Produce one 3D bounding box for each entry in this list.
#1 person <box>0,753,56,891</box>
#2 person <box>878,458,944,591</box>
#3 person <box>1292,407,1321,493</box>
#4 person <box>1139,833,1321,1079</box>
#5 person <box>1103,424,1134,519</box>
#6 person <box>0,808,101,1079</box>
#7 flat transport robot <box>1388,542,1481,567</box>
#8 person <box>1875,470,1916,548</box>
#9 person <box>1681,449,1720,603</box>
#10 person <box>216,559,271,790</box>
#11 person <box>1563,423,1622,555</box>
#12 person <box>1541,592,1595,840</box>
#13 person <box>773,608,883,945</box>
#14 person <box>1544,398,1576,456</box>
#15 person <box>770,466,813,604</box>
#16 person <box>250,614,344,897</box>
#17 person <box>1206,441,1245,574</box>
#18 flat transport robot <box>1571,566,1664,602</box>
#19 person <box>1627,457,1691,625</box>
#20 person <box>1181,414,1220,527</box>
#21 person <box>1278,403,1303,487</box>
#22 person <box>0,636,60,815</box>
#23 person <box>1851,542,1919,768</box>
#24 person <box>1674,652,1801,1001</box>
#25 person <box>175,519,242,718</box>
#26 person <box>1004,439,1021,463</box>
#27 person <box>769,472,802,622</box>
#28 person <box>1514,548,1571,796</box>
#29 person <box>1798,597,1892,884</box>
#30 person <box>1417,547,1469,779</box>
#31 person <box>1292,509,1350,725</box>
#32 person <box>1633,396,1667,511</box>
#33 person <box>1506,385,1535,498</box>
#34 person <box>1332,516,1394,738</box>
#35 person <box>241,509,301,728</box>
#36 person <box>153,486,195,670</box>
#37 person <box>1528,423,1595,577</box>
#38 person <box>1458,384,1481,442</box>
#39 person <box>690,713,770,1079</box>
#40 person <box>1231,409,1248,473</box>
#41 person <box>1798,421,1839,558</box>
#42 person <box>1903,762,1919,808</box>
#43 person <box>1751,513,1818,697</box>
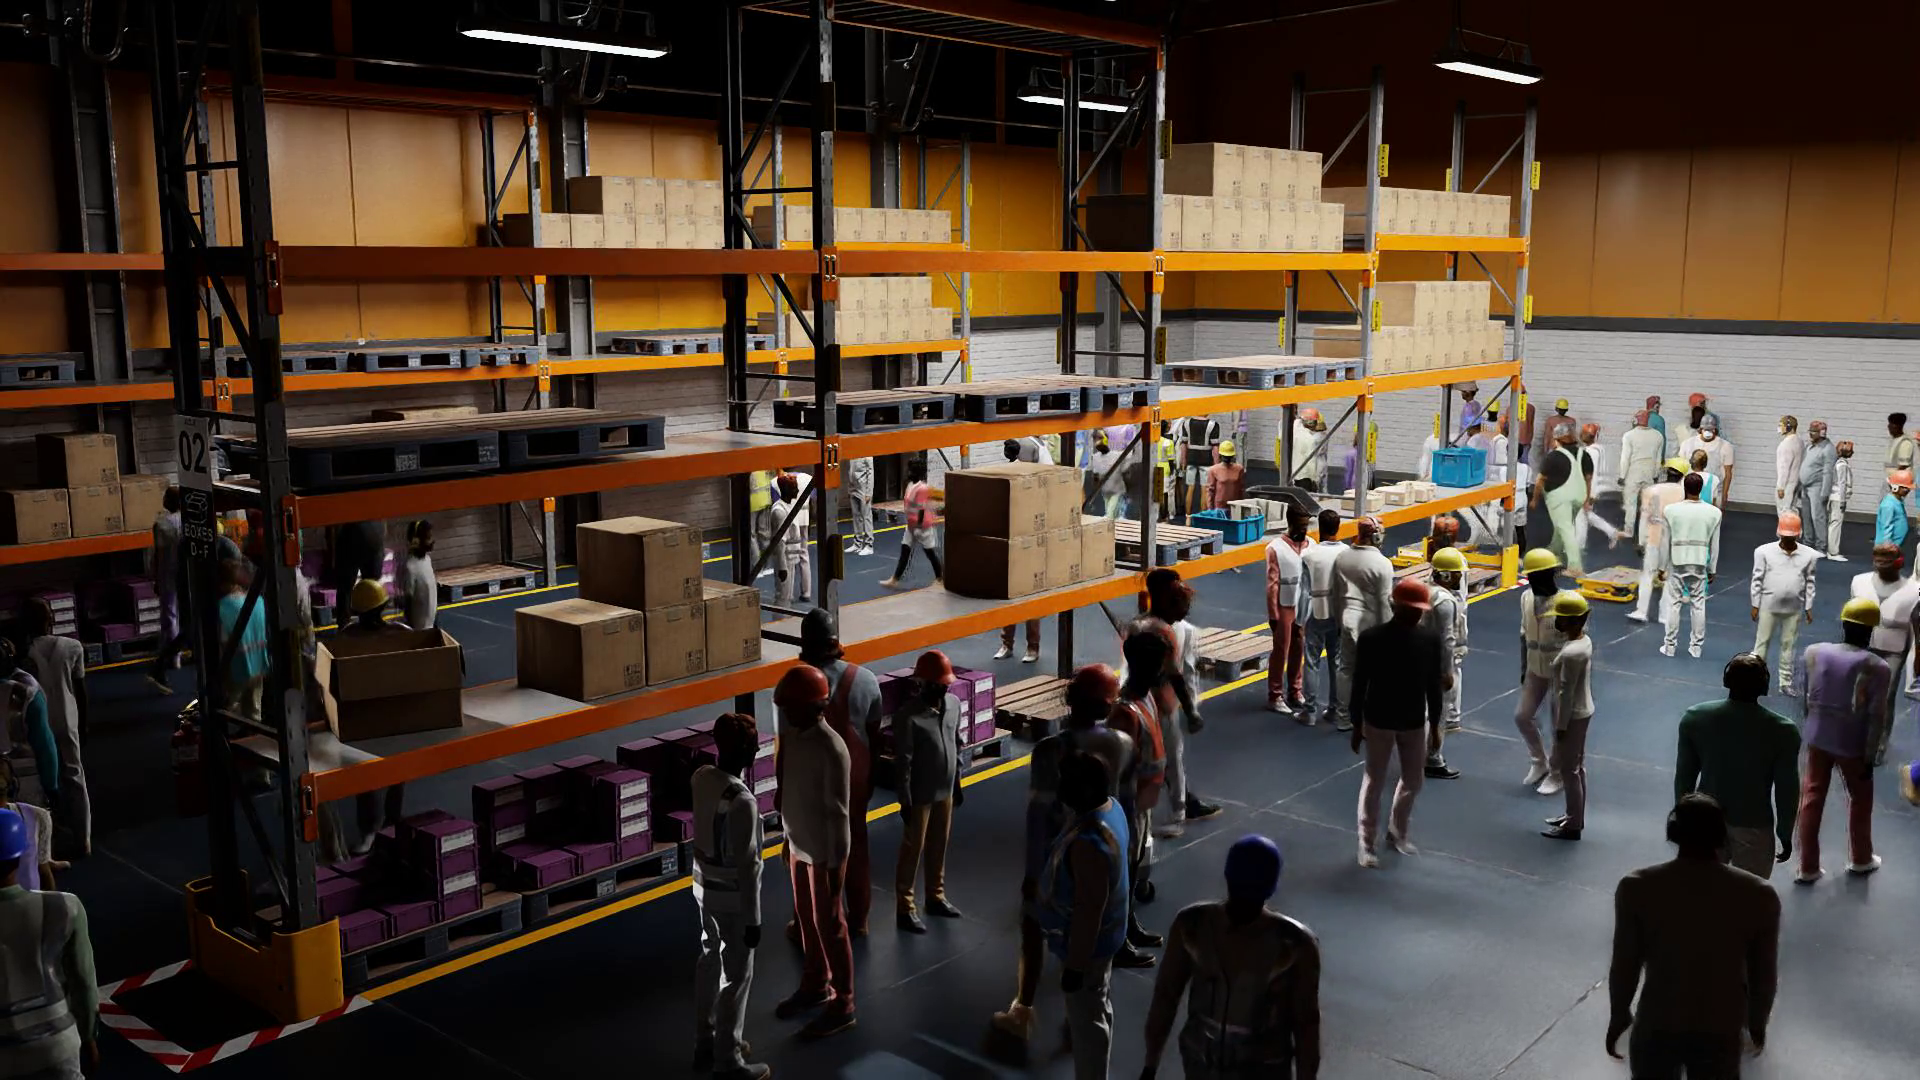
[{"bbox_3d":[-4.446,1.868,7.735,0.349,1.840,0.506,9,13,43],"label":"person"},{"bbox_3d":[-0.572,-0.172,20.423,0.866,1.651,0.546,-4,10,-23],"label":"person"},{"bbox_3d":[4.973,-0.915,23.900,0.397,1.992,0.631,-2,10,-9],"label":"person"},{"bbox_3d":[1.038,2.044,6.414,0.663,1.940,0.445,5,11,28],"label":"person"},{"bbox_3d":[2.418,-1.210,25.871,0.585,1.919,0.374,8,13,41],"label":"person"},{"bbox_3d":[-3.721,2.009,6.564,0.602,1.949,0.396,-5,11,-28],"label":"person"},{"bbox_3d":[6.415,0.183,22.465,0.652,0.197,1.431,9,13,42],"label":"flat transport robot"},{"bbox_3d":[10.524,0.072,18.760,0.350,1.739,0.575,7,12,38],"label":"person"},{"bbox_3d":[8.784,-0.167,19.861,0.506,1.847,0.344,-3,10,-15],"label":"person"},{"bbox_3d":[-5.597,1.041,12.760,0.625,1.812,0.557,4,10,21],"label":"person"},{"bbox_3d":[8.768,-0.692,22.952,0.680,1.864,0.601,4,10,21],"label":"person"},{"bbox_3d":[4.301,1.234,11.772,0.335,1.757,0.518,6,11,31],"label":"person"},{"bbox_3d":[-0.827,1.395,9.957,0.672,2.000,0.536,-5,11,-25],"label":"person"},{"bbox_3d":[10.203,-1.535,28.292,0.526,1.761,0.340,1,10,7],"label":"person"},{"bbox_3d":[-1.998,-0.148,19.818,0.562,1.828,0.415,-6,11,-32],"label":"person"},{"bbox_3d":[-4.391,1.357,10.789,0.535,1.834,0.820,8,12,40],"label":"person"},{"bbox_3d":[3.466,-0.423,21.684,0.529,1.754,0.340,-2,10,-14],"label":"person"},{"bbox_3d":[8.100,0.527,20.409,0.652,0.197,1.431,8,13,41],"label":"flat transport robot"},{"bbox_3d":[7.958,0.008,18.720,0.621,1.879,0.497,2,10,12],"label":"person"},{"bbox_3d":[3.682,-1.190,25.430,0.611,2.032,0.411,5,11,28],"label":"person"},{"bbox_3d":[5.257,-1.277,26.399,0.352,1.880,0.577,-7,12,-36],"label":"person"},{"bbox_3d":[-5.729,1.485,10.011,0.621,1.845,0.429,-1,10,-3],"label":"person"},{"bbox_3d":[7.560,0.900,13.578,0.747,1.820,0.581,-8,13,-41],"label":"person"},{"bbox_3d":[4.286,1.571,9.212,0.635,1.937,0.352,7,12,37],"label":"person"},{"bbox_3d":[-6.668,0.639,14.776,0.630,1.940,0.372,2,10,12],"label":"person"},{"bbox_3d":[0.722,-0.521,22.409,0.320,1.698,0.537,-3,10,-15],"label":"person"},{"bbox_3d":[-1.823,0.227,17.397,0.337,1.882,0.583,1,10,4],"label":"person"},{"bbox_3d":[4.484,1.007,12.680,0.428,1.898,0.617,-7,12,-35],"label":"person"},{"bbox_3d":[5.849,1.306,10.957,0.857,1.890,0.592,-7,12,-37],"label":"person"},{"bbox_3d":[3.802,0.960,13.170,0.403,1.831,0.596,0,10,-1],"label":"person"},{"bbox_3d":[3.228,0.683,14.621,0.598,1.907,0.408,-3,10,-17],"label":"person"},{"bbox_3d":[11.204,-1.389,26.978,0.408,1.908,0.641,-4,10,-22],"label":"person"},{"bbox_3d":[9.574,-1.693,28.568,0.613,1.982,0.407,-5,11,-25],"label":"person"},{"bbox_3d":[3.485,0.740,14.266,0.399,1.909,0.642,-6,11,-31],"label":"person"},{"bbox_3d":[-6.029,0.680,14.566,0.389,1.930,0.544,7,12,37],"label":"person"},{"bbox_3d":[-7.811,0.373,16.676,0.339,1.834,0.523,8,12,39],"label":"person"},{"bbox_3d":[7.898,-0.572,21.700,0.689,2.000,1.062,-3,10,-19],"label":"person"},{"bbox_3d":[8.687,-1.710,28.486,0.377,2.045,0.605,6,11,30],"label":"person"},{"bbox_3d":[-1.142,1.769,8.233,0.342,1.877,0.577,-6,11,-33],"label":"person"},{"bbox_3d":[5.350,-2.065,31.817,0.313,1.637,0.513,6,11,33],"label":"person"},{"bbox_3d":[11.750,-0.696,22.881,0.399,1.899,0.650,0,10,-2],"label":"person"},{"bbox_3d":[7.251,1.072,11.887,0.694,2.000,0.720,-2,10,-14],"label":"person"},{"bbox_3d":[7.692,0.607,15.544,0.564,1.743,0.347,2,10,13],"label":"person"}]
